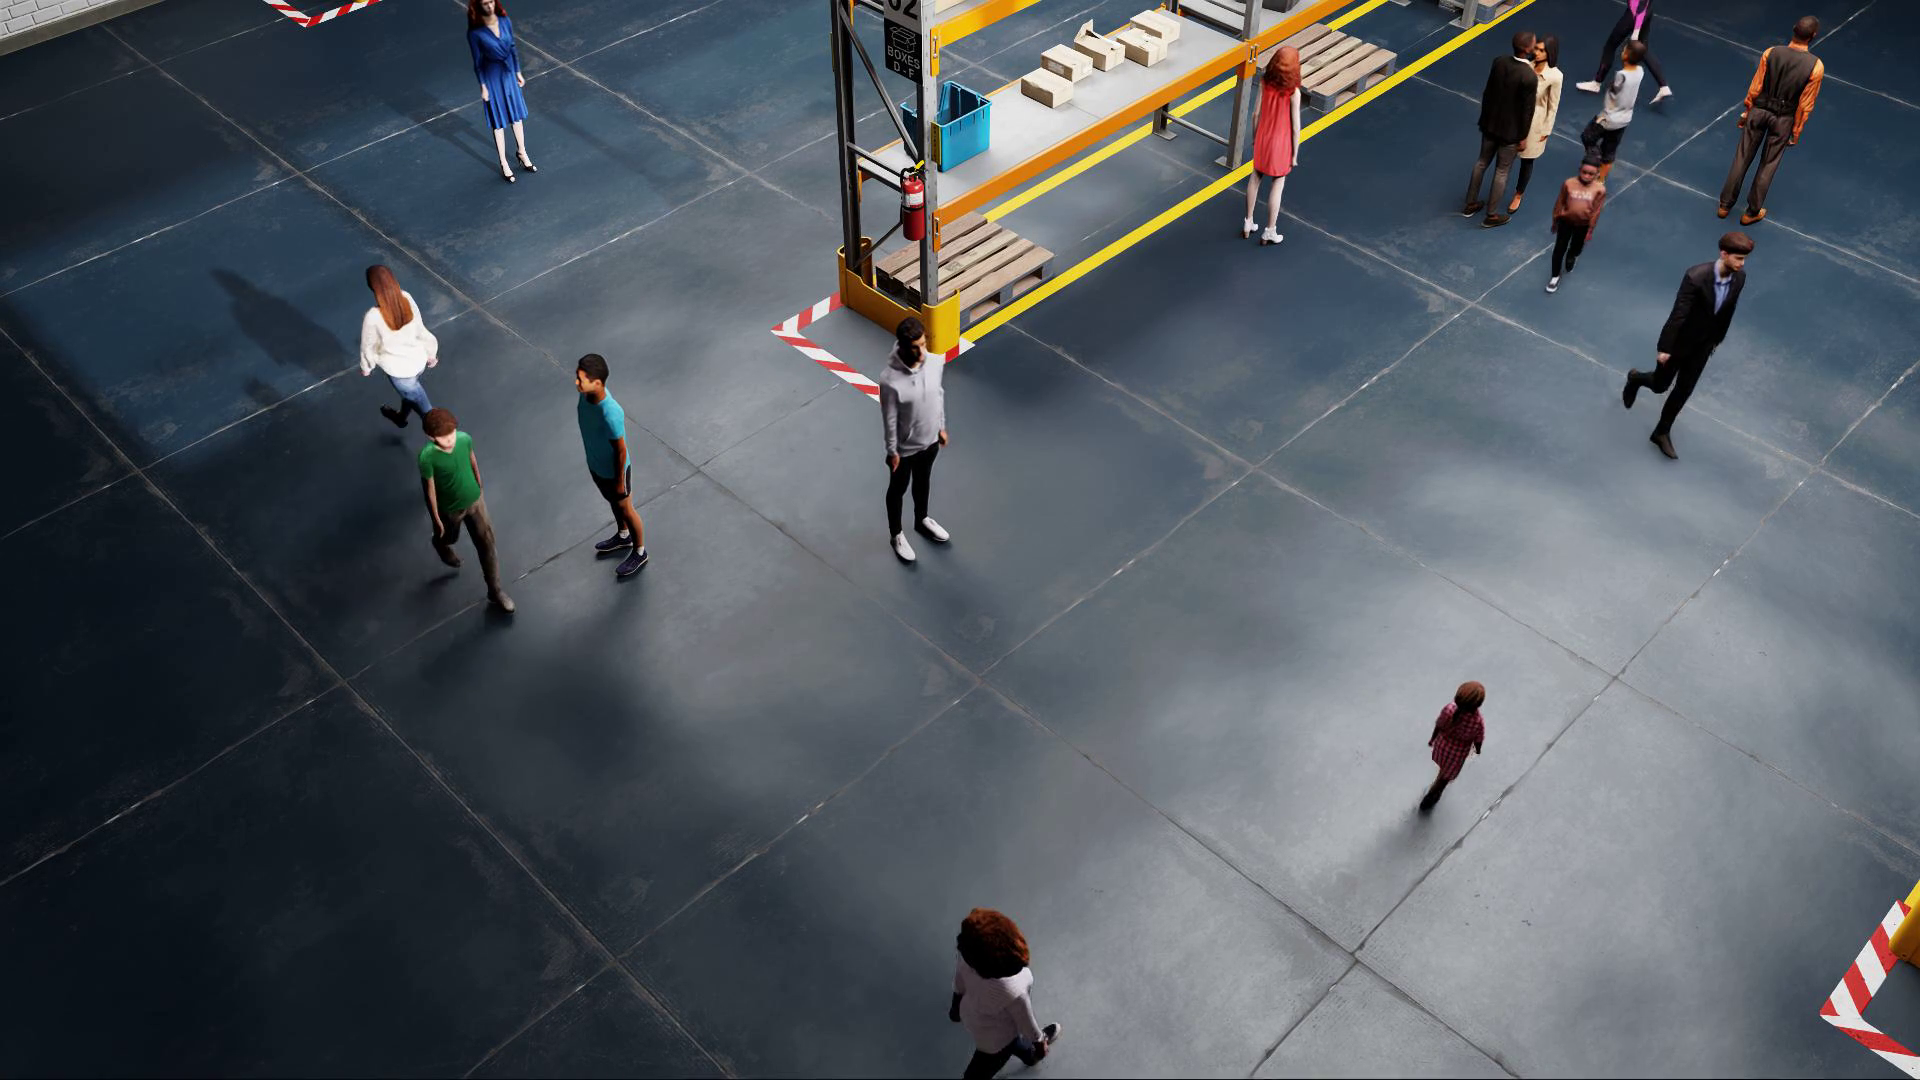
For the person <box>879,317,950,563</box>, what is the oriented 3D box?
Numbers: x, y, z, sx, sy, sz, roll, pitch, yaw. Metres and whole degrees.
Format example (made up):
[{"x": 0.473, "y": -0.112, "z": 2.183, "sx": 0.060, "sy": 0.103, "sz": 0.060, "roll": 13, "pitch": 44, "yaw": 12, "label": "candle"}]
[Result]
[{"x": -0.336, "y": -0.719, "z": 11.373, "sx": 0.547, "sy": 1.931, "sz": 0.741, "roll": -32, "pitch": 52, "yaw": -29, "label": "person"}]

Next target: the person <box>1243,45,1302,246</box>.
[{"x": 2.677, "y": -3.372, "z": 14.233, "sx": 0.601, "sy": 1.826, "sz": 0.493, "roll": 34, "pitch": 53, "yaw": 30, "label": "person"}]

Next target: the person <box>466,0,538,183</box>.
[{"x": -4.154, "y": -4.129, "z": 15.026, "sx": 0.662, "sy": 1.829, "sz": 0.493, "roll": 33, "pitch": 53, "yaw": 30, "label": "person"}]

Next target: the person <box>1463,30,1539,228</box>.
[{"x": 4.724, "y": -3.583, "z": 14.474, "sx": 0.642, "sy": 1.799, "sz": 0.706, "roll": -24, "pitch": 48, "yaw": -23, "label": "person"}]

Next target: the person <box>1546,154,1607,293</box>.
[{"x": 5.176, "y": -2.698, "z": 13.949, "sx": 0.647, "sy": 1.243, "sz": 0.774, "roll": 19, "pitch": 47, "yaw": 19, "label": "person"}]

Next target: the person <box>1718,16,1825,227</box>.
[{"x": 7.054, "y": -3.649, "z": 14.465, "sx": 0.728, "sy": 1.908, "sz": 0.645, "roll": 28, "pitch": 50, "yaw": 26, "label": "person"}]

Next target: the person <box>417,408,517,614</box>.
[{"x": -3.422, "y": -0.284, "z": 11.142, "sx": 1.045, "sy": 1.620, "sz": 0.653, "roll": -32, "pitch": 52, "yaw": -29, "label": "person"}]

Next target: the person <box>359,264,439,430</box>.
[{"x": -3.963, "y": -1.218, "z": 12.102, "sx": 0.881, "sy": 1.647, "sz": 1.088, "roll": 21, "pitch": 47, "yaw": 21, "label": "person"}]

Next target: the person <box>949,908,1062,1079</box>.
[{"x": 0.080, "y": 2.447, "z": 8.241, "sx": 1.171, "sy": 1.667, "sz": 0.797, "roll": -26, "pitch": 49, "yaw": -24, "label": "person"}]

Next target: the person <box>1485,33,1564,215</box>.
[{"x": 4.989, "y": -3.665, "z": 14.646, "sx": 0.646, "sy": 1.681, "sz": 0.501, "roll": 34, "pitch": 53, "yaw": 31, "label": "person"}]

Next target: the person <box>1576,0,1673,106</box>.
[{"x": 6.591, "y": -4.966, "z": 15.994, "sx": 0.910, "sy": 1.705, "sz": 1.151, "roll": 23, "pitch": 48, "yaw": 22, "label": "person"}]

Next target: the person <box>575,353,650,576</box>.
[{"x": -2.375, "y": -0.529, "z": 11.285, "sx": 0.568, "sy": 1.776, "sz": 0.653, "roll": -26, "pitch": 49, "yaw": -25, "label": "person"}]

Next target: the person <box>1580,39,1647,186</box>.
[{"x": 5.968, "y": -3.845, "z": 15.004, "sx": 0.627, "sy": 1.447, "sz": 0.731, "roll": -17, "pitch": 46, "yaw": -17, "label": "person"}]

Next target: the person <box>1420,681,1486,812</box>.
[{"x": 2.937, "y": 1.248, "z": 9.978, "sx": 0.484, "sy": 1.007, "sz": 0.731, "roll": 28, "pitch": 50, "yaw": 26, "label": "person"}]

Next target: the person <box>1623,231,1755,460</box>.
[{"x": 5.327, "y": -1.516, "z": 12.257, "sx": 1.079, "sy": 1.865, "sz": 1.083, "roll": -7, "pitch": 44, "yaw": -8, "label": "person"}]
